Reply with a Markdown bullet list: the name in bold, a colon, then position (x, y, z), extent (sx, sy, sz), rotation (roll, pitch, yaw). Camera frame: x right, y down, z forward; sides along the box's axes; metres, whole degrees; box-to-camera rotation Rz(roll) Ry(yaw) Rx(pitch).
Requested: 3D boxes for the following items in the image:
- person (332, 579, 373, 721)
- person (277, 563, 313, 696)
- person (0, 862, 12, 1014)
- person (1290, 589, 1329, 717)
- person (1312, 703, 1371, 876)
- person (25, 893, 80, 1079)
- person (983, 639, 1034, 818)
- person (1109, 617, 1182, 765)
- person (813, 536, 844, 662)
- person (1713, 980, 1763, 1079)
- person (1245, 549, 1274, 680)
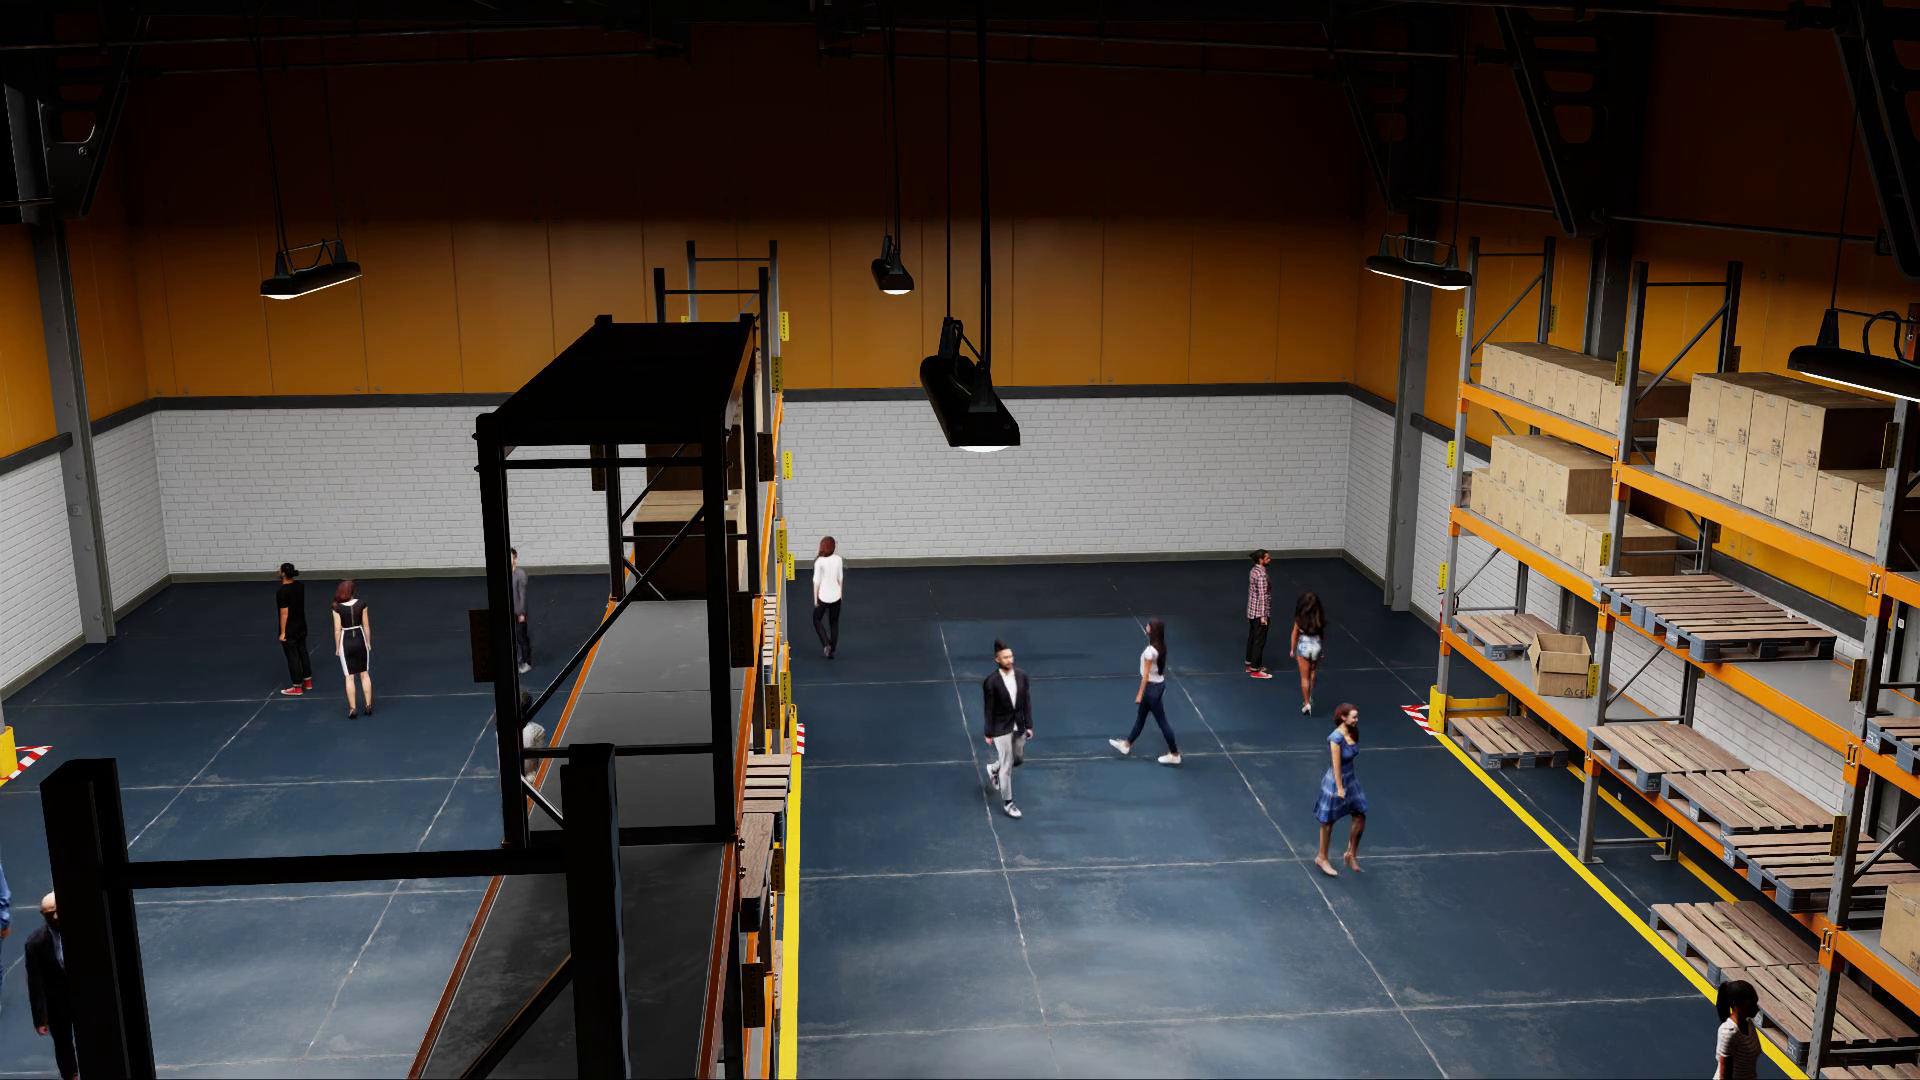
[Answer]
- **person**: position (-7.579, 1.363, 20.789), extent (0.648, 1.795, 0.641), rotation (-9, 16, -32)
- **person**: position (-8.722, 1.147, 21.758), extent (0.755, 1.758, 0.617), rotation (3, 14, 12)
- **person**: position (-8.041, 3.100, 13.611), extent (0.753, 1.797, 0.703), rotation (-4, 14, -17)
- **person**: position (4.405, 1.437, 20.869), extent (0.609, 1.613, 0.662), rotation (-3, 14, -11)
- **person**: position (3.652, 2.448, 16.320), extent (0.903, 1.789, 0.843), rotation (12, 18, 40)
- **person**: position (-6.647, 3.426, 12.370), extent (1.092, 1.748, 1.311), rotation (-10, 17, -35)
- **person**: position (0.474, 1.978, 17.965), extent (0.977, 1.929, 1.176), rotation (-7, 15, -28)
- **person**: position (2.326, 1.781, 19.200), extent (1.008, 1.730, 1.136), rotation (5, 15, 20)
- **person**: position (-1.772, 0.841, 22.969), extent (0.719, 1.785, 0.755), rotation (-7, 15, -27)
- **person**: position (5.223, 3.744, 11.272), extent (0.713, 1.646, 0.657), rotation (12, 18, 40)
- **person**: position (4.043, 0.971, 22.478), extent (0.747, 1.761, 0.491), rotation (-1, 14, -5)
